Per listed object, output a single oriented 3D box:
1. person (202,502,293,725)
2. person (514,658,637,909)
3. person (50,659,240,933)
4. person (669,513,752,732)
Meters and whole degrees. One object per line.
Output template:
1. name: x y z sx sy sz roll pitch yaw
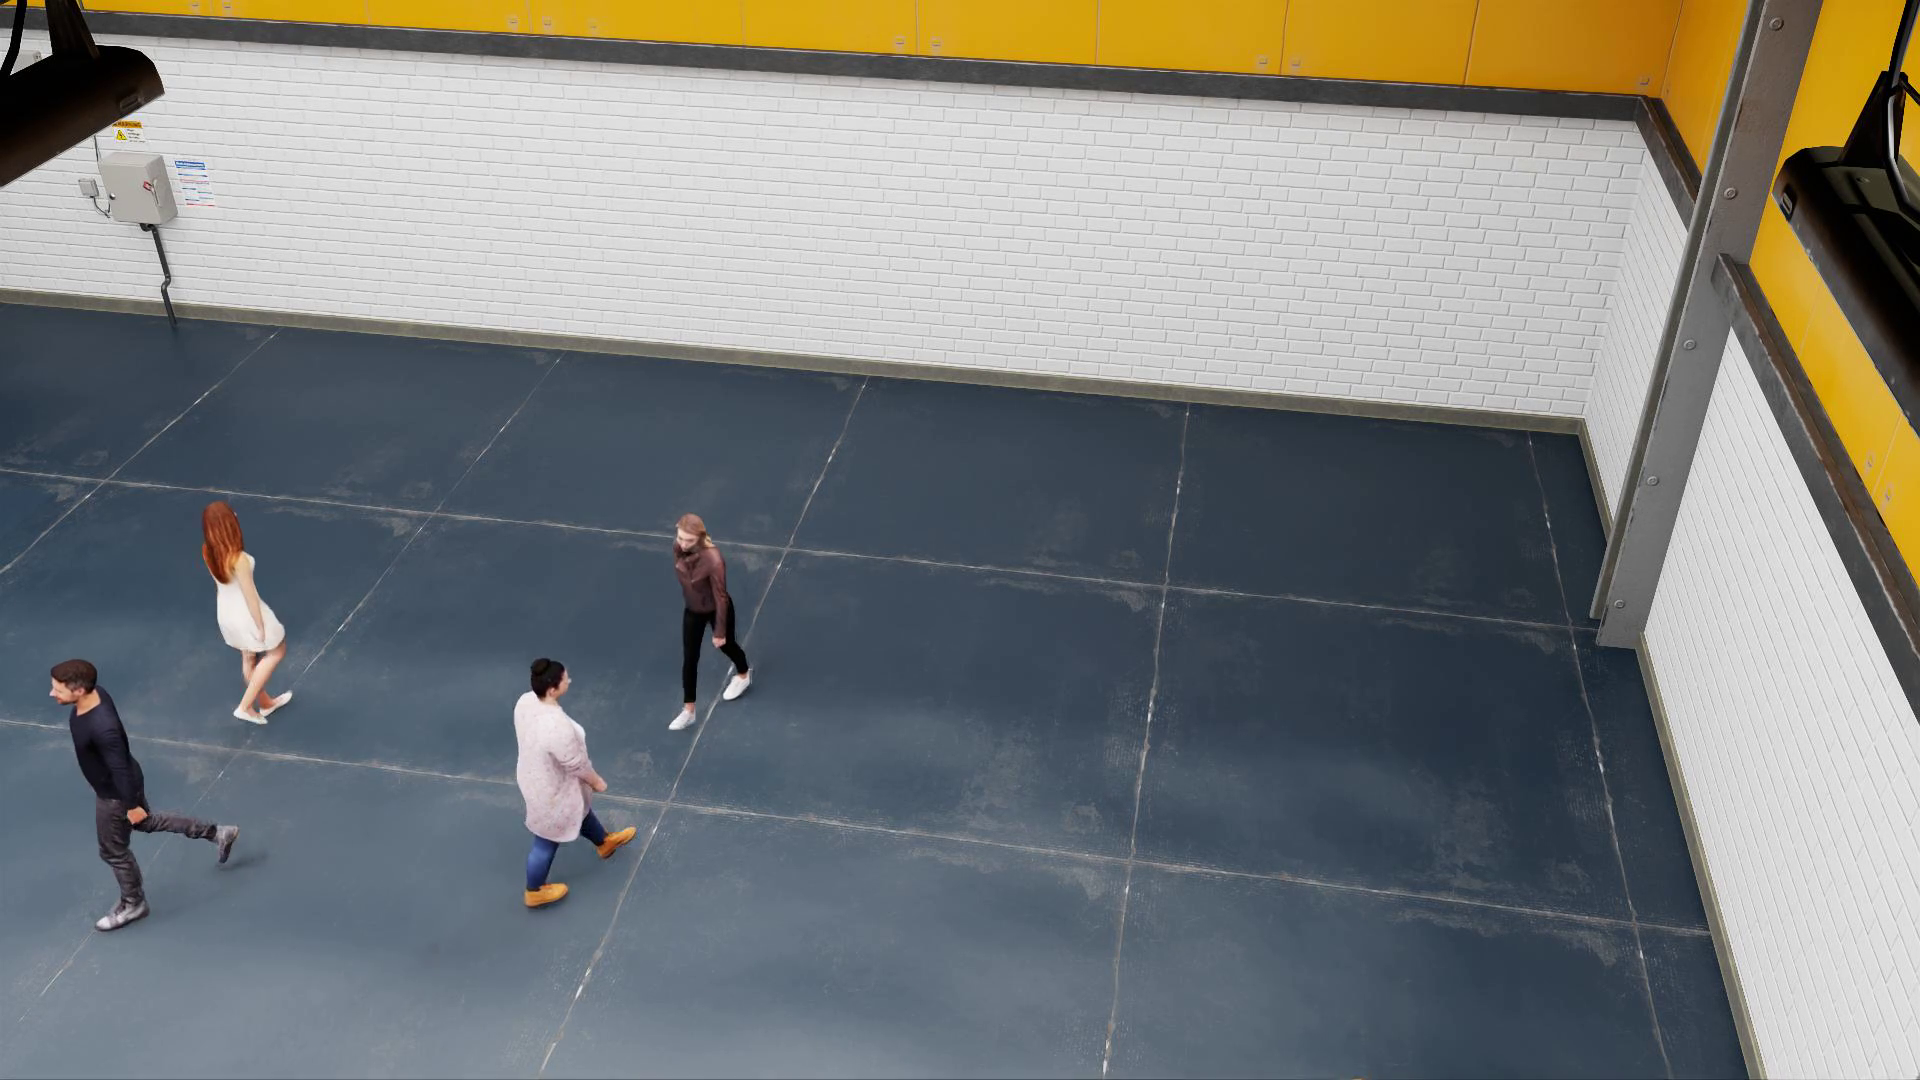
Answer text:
1. person: -4.798 0.540 10.971 0.688 1.701 0.824 16 37 23
2. person: -2.436 1.440 9.611 1.108 1.708 1.070 -20 39 -27
3. person: -4.744 1.391 9.562 1.152 1.843 1.139 -19 38 -26
4. person: -1.635 0.449 11.149 0.851 1.656 1.093 21 39 28
